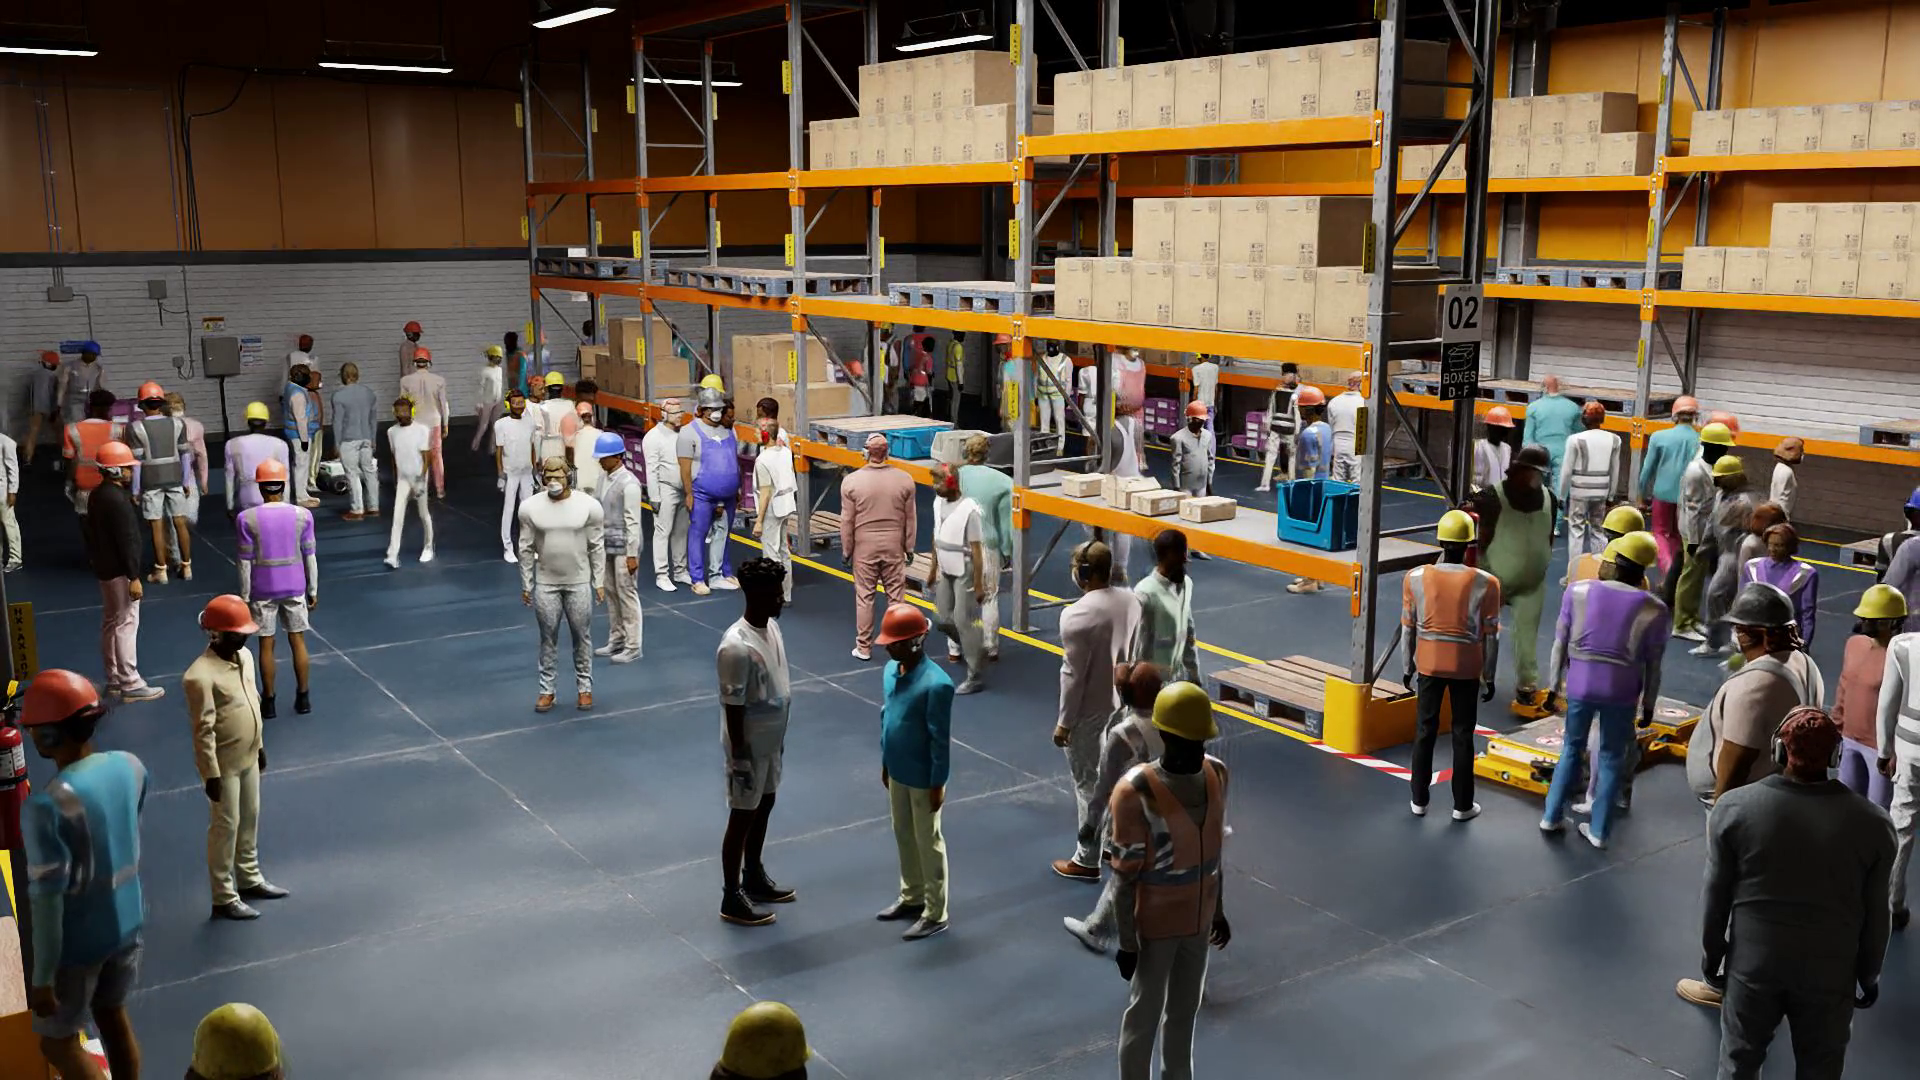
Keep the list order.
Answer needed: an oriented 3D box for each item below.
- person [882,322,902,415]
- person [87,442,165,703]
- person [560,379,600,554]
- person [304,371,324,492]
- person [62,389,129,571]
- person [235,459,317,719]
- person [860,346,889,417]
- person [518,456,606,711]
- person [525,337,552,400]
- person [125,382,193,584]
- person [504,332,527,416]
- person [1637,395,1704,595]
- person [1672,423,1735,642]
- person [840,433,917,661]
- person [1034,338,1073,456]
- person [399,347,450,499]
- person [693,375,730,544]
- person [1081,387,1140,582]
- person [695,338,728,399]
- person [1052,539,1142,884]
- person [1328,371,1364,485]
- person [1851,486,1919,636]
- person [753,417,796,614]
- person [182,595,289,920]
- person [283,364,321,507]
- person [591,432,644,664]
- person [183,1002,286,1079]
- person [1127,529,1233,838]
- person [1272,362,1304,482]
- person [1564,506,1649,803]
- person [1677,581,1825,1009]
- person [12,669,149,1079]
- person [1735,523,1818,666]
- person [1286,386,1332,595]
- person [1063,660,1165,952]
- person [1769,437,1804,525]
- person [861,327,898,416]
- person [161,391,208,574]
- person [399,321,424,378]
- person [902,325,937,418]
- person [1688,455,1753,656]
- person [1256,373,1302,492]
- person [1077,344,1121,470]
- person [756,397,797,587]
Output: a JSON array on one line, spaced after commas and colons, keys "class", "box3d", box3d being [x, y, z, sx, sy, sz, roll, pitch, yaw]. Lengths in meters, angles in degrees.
[{"class": "person", "box3d": [-1.326, -3.114, 30.354, 0.595, 1.824, 0.403, 10, 15, 43]}, {"class": "person", "box3d": [-6.421, 0.239, 12.744, 0.623, 1.992, 0.396, 10, 15, 43]}, {"class": "person", "box3d": [-4.110, -0.778, 18.136, 0.534, 1.949, 0.636, 4, 12, 18]}, {"class": "person", "box3d": [-8.697, -1.464, 22.416, 0.277, 1.627, 0.502, -1, 11, -5]}, {"class": "person", "box3d": [-8.978, -0.615, 17.311, 0.651, 1.923, 0.454, -7, 13, -32]}, {"class": "person", "box3d": [-5.051, 0.360, 12.323, 0.548, 1.924, 0.387, -8, 13, -34]}, {"class": "person", "box3d": [-1.282, -2.015, 24.688, 0.537, 1.838, 0.711, -6, 12, -26]}, {"class": "person", "box3d": [-2.970, 0.325, 12.450, 0.633, 1.938, 0.356, -1, 11, -7]}, {"class": "person", "box3d": [-6.710, -2.413, 26.599, 0.499, 1.887, 0.653, 9, 14, 38]}, {"class": "person", "box3d": [-8.058, -0.562, 16.764, 0.473, 2.047, 0.618, 10, 15, 41]}, {"class": "person", "box3d": [-7.060, -2.372, 26.447, 0.595, 1.877, 0.597, -7, 13, -33]}, {"class": "person", "box3d": [6.966, -0.409, 16.171, 0.662, 1.957, 0.786, 2, 11, 9]}, {"class": "person", "box3d": [6.500, -0.073, 14.536, 0.395, 1.921, 0.585, 10, 15, 41]}, {"class": "person", "box3d": [-0.683, 0.058, 13.885, 0.649, 1.913, 0.409, -3, 11, -13]}, {"class": "person", "box3d": [1.420, -2.214, 25.690, 0.625, 1.846, 0.429, 5, 12, 25]}, {"class": "person", "box3d": [-7.025, -1.533, 21.851, 0.617, 1.986, 0.408, -4, 12, -18]}, {"class": "person", "box3d": [-2.827, -0.915, 18.854, 0.381, 1.917, 0.586, -4, 12, -18]}, {"class": "person", "box3d": [1.514, -0.578, 16.812, 0.734, 2.000, 0.567, -11, 15, -44]}, {"class": "person", "box3d": [-4.118, -2.506, 27.530, 0.536, 1.713, 0.933, -2, 11, -11]}, {"class": "person", "box3d": [0.746, 0.946, 9.275, 0.373, 1.940, 0.628, 9, 14, 39]}, {"class": "person", "box3d": [4.603, -1.020, 19.445, 0.401, 1.899, 0.646, -10, 15, -41]}, {"class": "person", "box3d": [6.510, 0.560, 11.361, 0.614, 1.890, 1.010, -6, 13, -28]}, {"class": "person", "box3d": [-1.739, -0.225, 15.503, 0.390, 1.847, 0.564, 4, 12, 18]}, {"class": "person", "box3d": [-3.833, 1.140, 8.797, 0.355, 1.739, 0.573, 1, 11, 4]}, {"class": "person", "box3d": [-8.384, -1.330, 21.208, 0.431, 1.836, 0.619, -6, 12, -27]}, {"class": "person", "box3d": [-2.844, 0.059, 13.821, 0.423, 1.935, 0.614, -8, 14, -37]}, {"class": "person", "box3d": [-1.810, 2.019, 4.313, 0.491, 1.729, 0.403, -10, 15, -41]}, {"class": "person", "box3d": [1.310, 0.852, 9.929, 0.912, 1.859, 0.622, 6, 13, 29]}, {"class": "person", "box3d": [4.567, -1.636, 23.142, 0.536, 1.688, 0.392, -9, 14, -39]}, {"class": "person", "box3d": [4.065, 0.729, 10.456, 0.398, 1.911, 0.597, -6, 12, -27]}, {"class": "person", "box3d": [3.692, 1.180, 7.815, 0.681, 2.000, 0.535, -9, 14, -39]}, {"class": "person", "box3d": [-3.312, 1.479, 6.308, 0.441, 2.037, 0.628, 2, 11, 10]}, {"class": "person", "box3d": [5.570, 0.687, 11.388, 0.321, 1.631, 0.520, -10, 15, -41]}, {"class": "person", "box3d": [3.418, -0.485, 16.326, 0.382, 2.041, 0.616, 6, 12, 27]}, {"class": "person", "box3d": [0.836, 1.359, 8.066, 0.898, 1.582, 0.515, 9, 14, 38]}, {"class": "person", "box3d": [7.833, -0.184, 15.863, 0.284, 1.624, 0.509, 6, 12, 26]}, {"class": "person", "box3d": [-1.341, -2.446, 26.372, 0.538, 2.000, 0.691, 9, 14, 39]}, {"class": "person", "box3d": [-8.173, -0.609, 17.295, 0.672, 1.915, 0.578, -11, 15, -43]}, {"class": "person", "box3d": [-8.935, -2.581, 27.216, 0.410, 1.984, 0.617, 1, 11, 3]}, {"class": "person", "box3d": [-0.736, -3.066, 30.093, 0.629, 1.835, 0.432, -3, 11, -14]}, {"class": "person", "box3d": [6.411, 0.136, 14.006, 0.710, 1.713, 0.493, 1, 11, 3]}, {"class": "person", "box3d": [4.340, -1.435, 22.317, 0.546, 1.609, 0.587, 10, 15, 41]}, {"class": "person", "box3d": [1.940, -1.792, 23.248, 0.609, 1.958, 0.375, 0, 11, -2]}, {"class": "person", "box3d": [-1.832, -0.477, 16.647, 0.391, 1.905, 0.599, -3, 11, -14]}]
